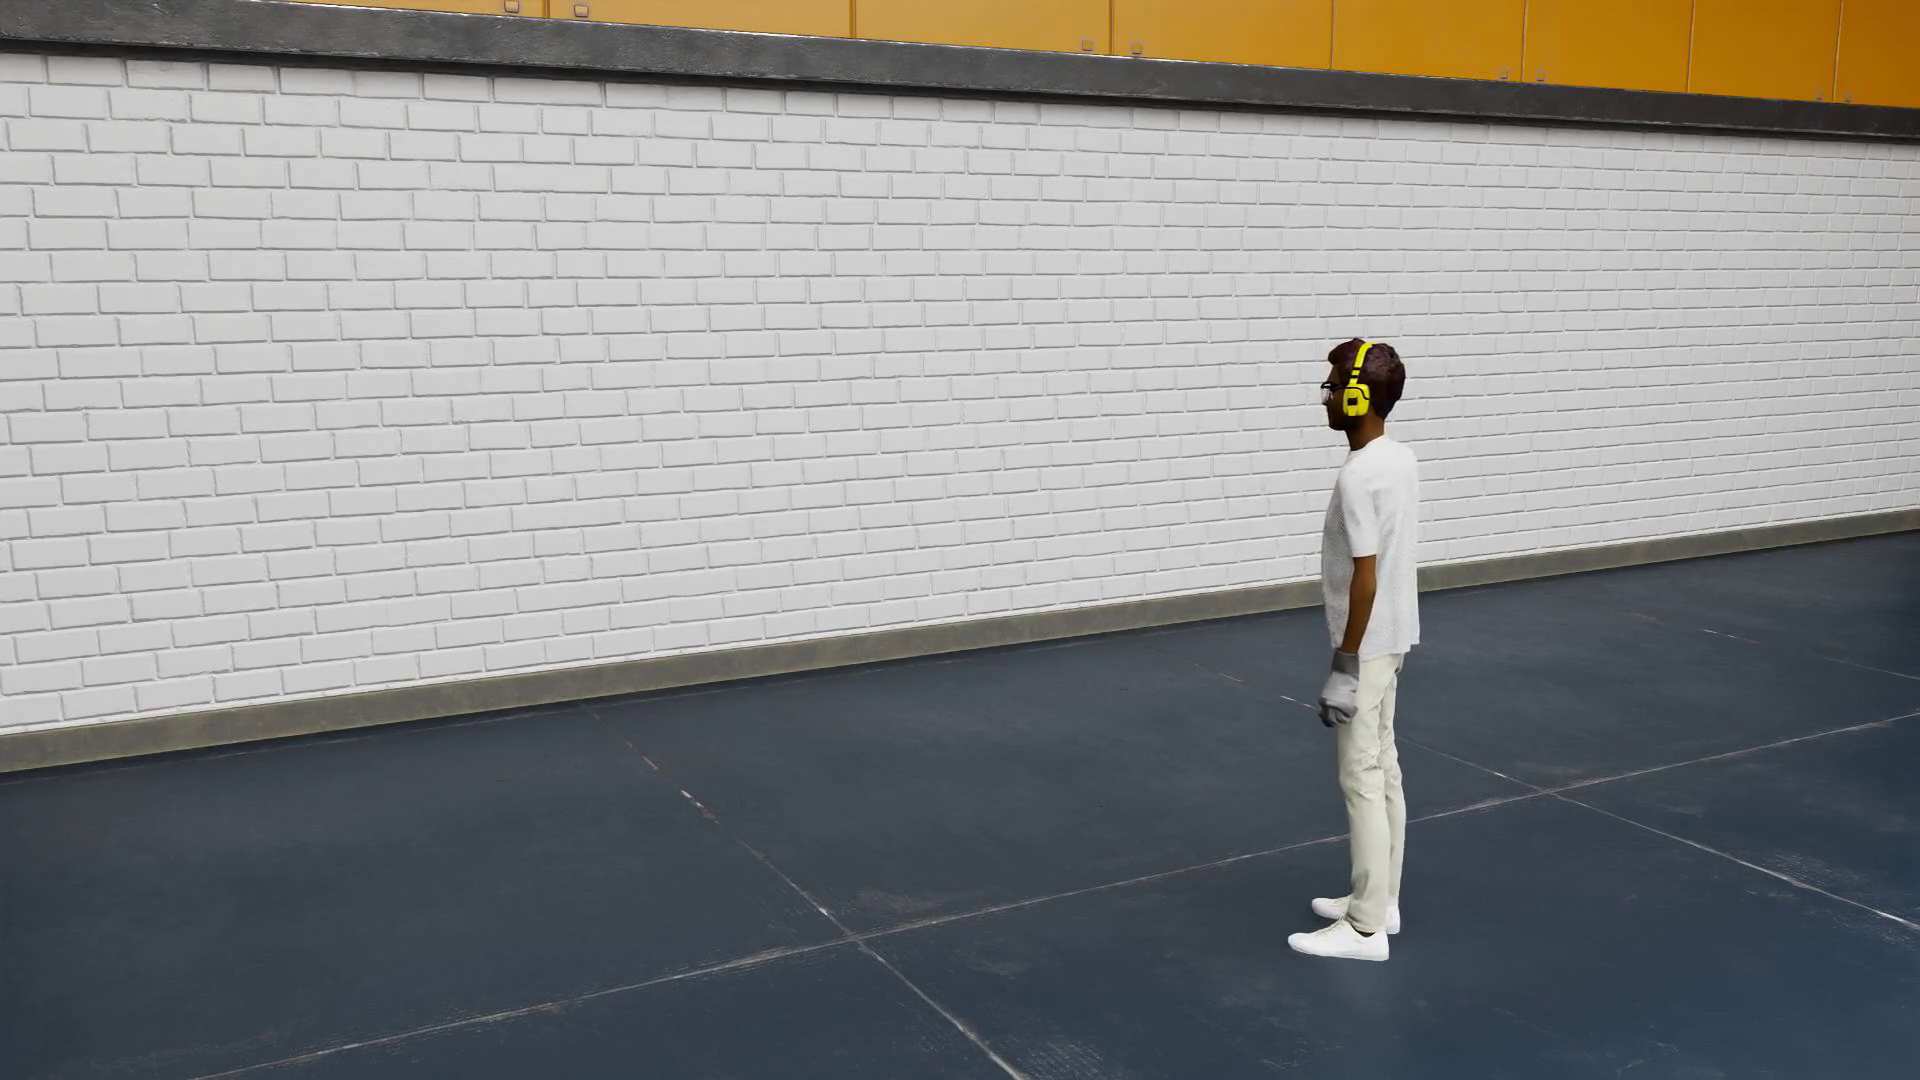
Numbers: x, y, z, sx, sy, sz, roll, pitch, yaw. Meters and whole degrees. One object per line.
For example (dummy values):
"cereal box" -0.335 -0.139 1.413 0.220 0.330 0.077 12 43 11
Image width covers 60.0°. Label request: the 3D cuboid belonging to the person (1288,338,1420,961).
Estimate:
"person" 1.195 0.336 5.000 0.335 1.873 0.521 6 11 29
